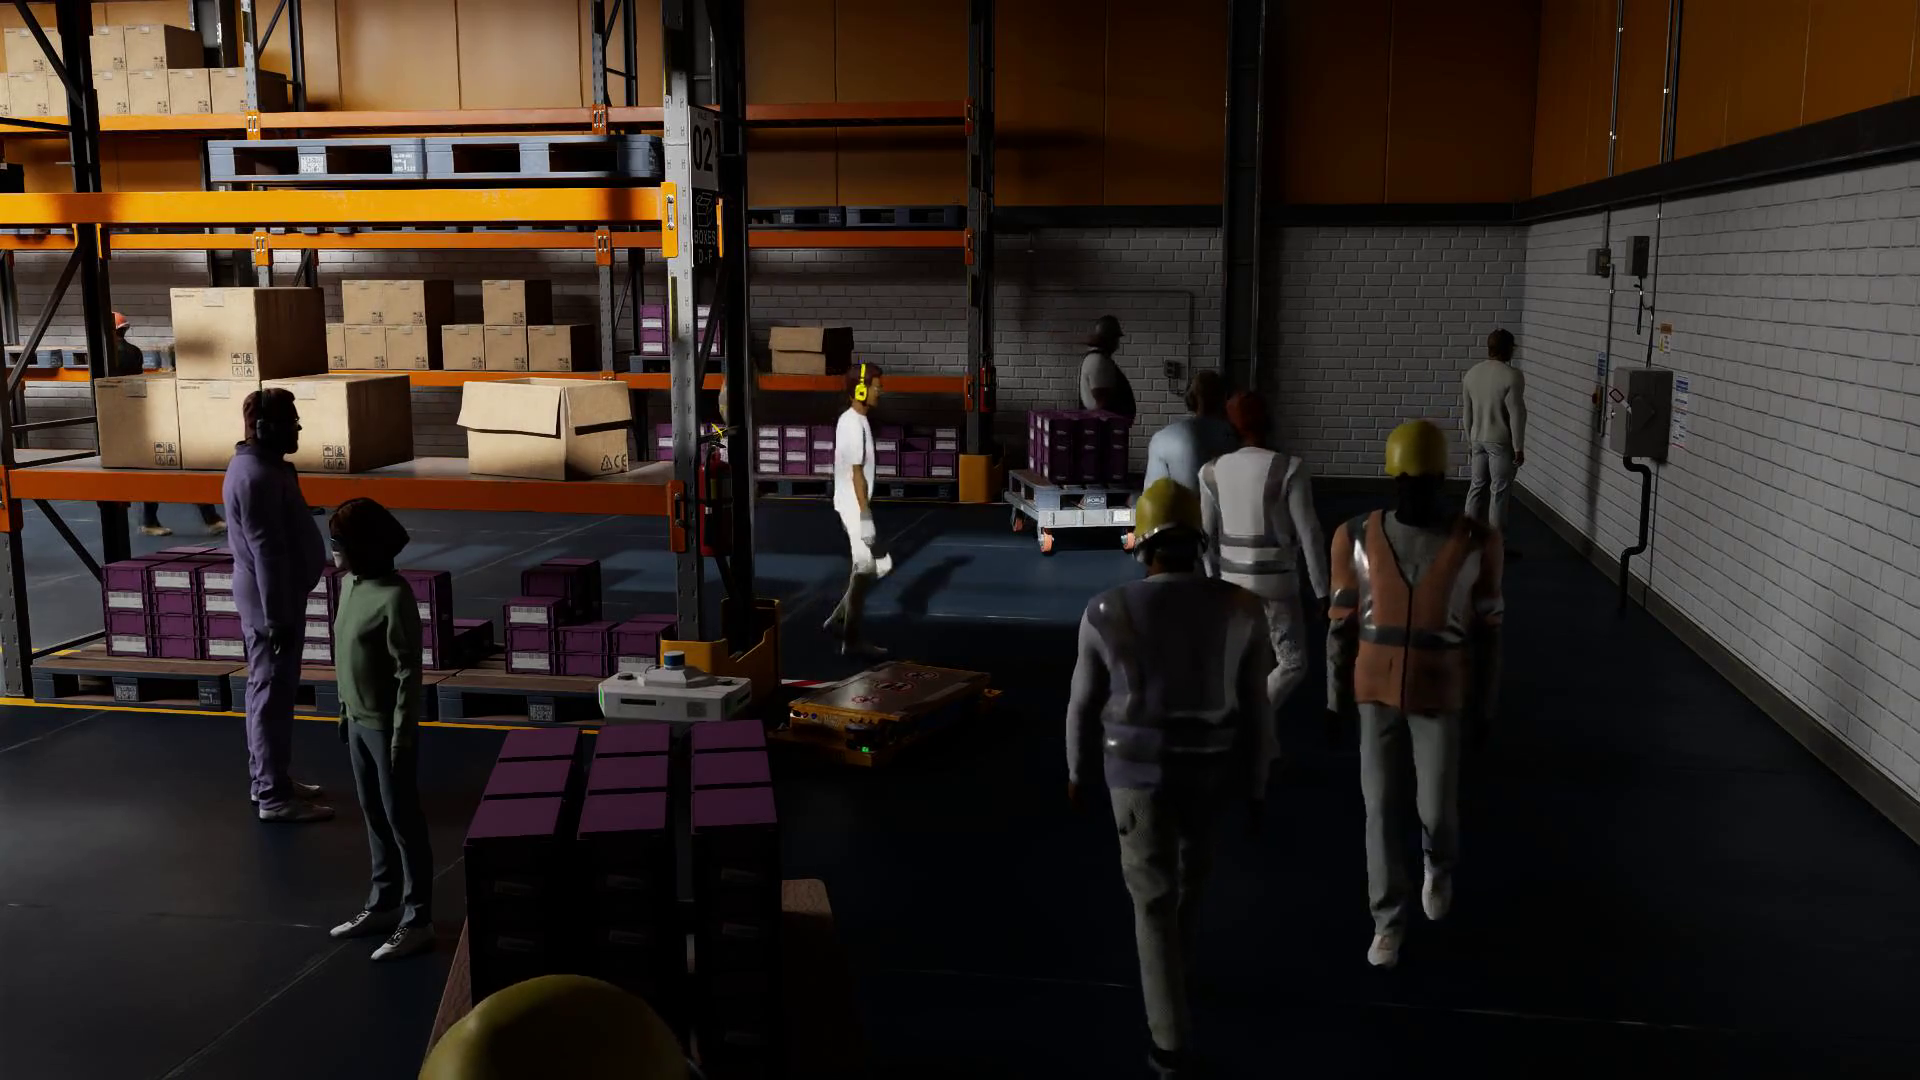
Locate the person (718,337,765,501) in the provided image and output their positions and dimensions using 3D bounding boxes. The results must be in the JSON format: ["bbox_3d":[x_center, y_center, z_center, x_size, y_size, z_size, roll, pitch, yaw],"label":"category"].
[{"bbox_3d":[-2.233,-1.210,16.852,0.441,1.827,0.643,-1,9,-3],"label":"person"}]

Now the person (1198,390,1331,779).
[{"bbox_3d":[1.410,0.233,7.816,0.665,1.857,0.568,8,12,41],"label":"person"}]

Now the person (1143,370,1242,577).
[{"bbox_3d":[1.330,0.018,9.112,0.643,1.885,1.052,0,9,1],"label":"person"}]

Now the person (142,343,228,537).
[{"bbox_3d":[-7.079,-0.895,15.051,0.935,1.787,0.498,2,9,11],"label":"person"}]

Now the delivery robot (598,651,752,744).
[{"bbox_3d":[-1.391,0.785,8.121,0.707,0.478,0.477,2,9,13],"label":"delivery robot"}]

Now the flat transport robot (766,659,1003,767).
[{"bbox_3d":[-0.376,0.878,8.712,0.652,0.197,1.431,5,10,27],"label":"flat transport robot"}]

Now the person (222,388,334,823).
[{"bbox_3d":[-3.004,0.282,7.352,0.403,1.906,0.652,-5,10,-26],"label":"person"}]

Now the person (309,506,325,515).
[{"bbox_3d":[-6.563,-1.211,16.503,0.343,1.942,0.548,-5,10,-28],"label":"person"}]

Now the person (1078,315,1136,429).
[{"bbox_3d":[1.283,-1.129,15.687,0.836,2.000,0.684,1,9,9],"label":"person"}]

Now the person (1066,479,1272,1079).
[{"bbox_3d":[0.636,0.699,5.188,0.606,1.772,0.971,-1,9,-6],"label":"person"}]

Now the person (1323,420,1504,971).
[{"bbox_3d":[1.587,0.524,5.848,0.590,1.910,0.532,3,10,20],"label":"person"}]

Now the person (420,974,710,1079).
[{"bbox_3d":[-0.346,1.261,1.509,0.589,1.832,0.404,7,11,36],"label":"person"}]

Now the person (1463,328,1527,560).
[{"bbox_3d":[4.489,-0.799,13.961,0.372,1.940,0.630,-5,11,-29],"label":"person"}]

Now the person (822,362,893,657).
[{"bbox_3d":[-0.591,-0.179,10.369,0.385,1.850,0.526,0,9,-3],"label":"person"}]

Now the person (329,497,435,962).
[{"bbox_3d":[-2.057,0.657,5.869,0.282,1.633,0.499,-9,13,-44],"label":"person"}]

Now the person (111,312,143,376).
[{"bbox_3d":[-8.862,-1.414,17.605,0.402,1.990,0.622,0,9,2],"label":"person"}]
